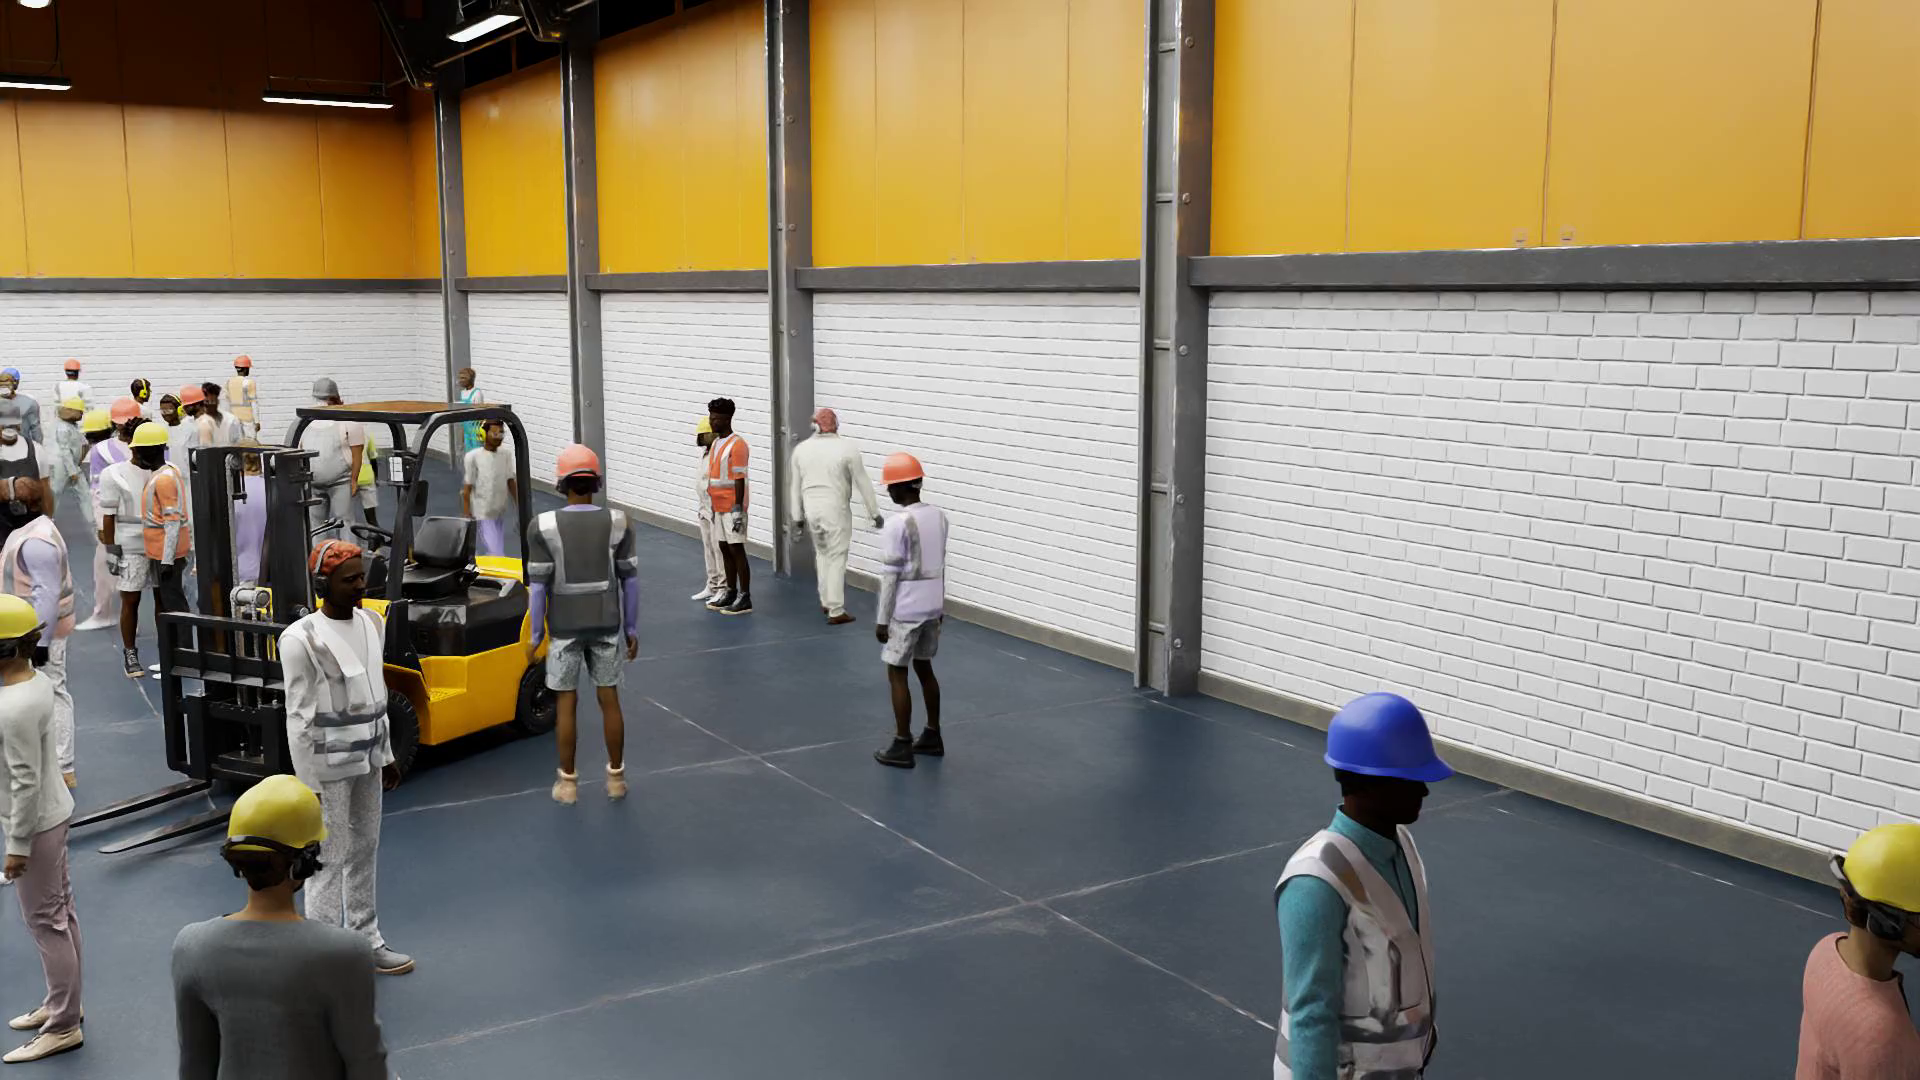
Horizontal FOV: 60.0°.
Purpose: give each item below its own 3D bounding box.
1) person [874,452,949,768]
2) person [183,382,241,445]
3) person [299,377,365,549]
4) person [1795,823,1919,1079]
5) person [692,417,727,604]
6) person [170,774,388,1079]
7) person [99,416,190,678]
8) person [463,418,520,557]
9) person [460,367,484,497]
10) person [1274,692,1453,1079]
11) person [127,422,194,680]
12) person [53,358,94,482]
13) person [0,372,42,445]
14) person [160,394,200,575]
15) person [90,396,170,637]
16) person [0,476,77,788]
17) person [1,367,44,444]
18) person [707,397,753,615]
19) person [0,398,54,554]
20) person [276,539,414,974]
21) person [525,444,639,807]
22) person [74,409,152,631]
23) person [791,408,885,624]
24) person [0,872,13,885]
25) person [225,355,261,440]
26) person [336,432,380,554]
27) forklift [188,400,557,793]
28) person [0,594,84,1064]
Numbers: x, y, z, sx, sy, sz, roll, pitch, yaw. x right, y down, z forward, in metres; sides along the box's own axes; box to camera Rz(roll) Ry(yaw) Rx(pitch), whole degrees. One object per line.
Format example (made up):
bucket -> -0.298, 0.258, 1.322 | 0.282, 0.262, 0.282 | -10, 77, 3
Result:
person -> -0.294, 0.416, 10.181 | 0.411, 1.923, 0.585 | 5, 10, 33
person -> -8.018, -0.731, 17.918 | 0.626, 1.917, 0.985 | -6, 10, -34
person -> -6.434, -0.641, 16.925 | 0.680, 2.000, 0.537 | 1, 9, 8
person -> 1.987, 1.468, 3.678 | 0.341, 1.754, 0.533 | 3, 9, 17
person -> -2.320, -0.274, 15.453 | 0.300, 1.742, 0.493 | -5, 10, -32
person -> -1.587, 1.426, 3.954 | 0.528, 1.760, 0.339 | 2, 9, 12
person -> -6.144, 0.043, 12.565 | 0.361, 1.963, 0.612 | 7, 11, 40
person -> -4.013, -0.171, 14.415 | 0.522, 1.844, 0.508 | 4, 9, 26
person -> -6.902, -1.527, 23.578 | 0.330, 1.843, 0.514 | -8, 12, -44
person -> 0.959, 1.318, 4.024 | 0.391, 1.949, 0.602 | 5, 10, 32
person -> -5.965, 0.081, 12.442 | 0.382, 1.924, 0.594 | -4, 10, -28
person -> -13.289, -1.767, 24.946 | 0.558, 1.915, 0.796 | -1, 8, -5
person -> -11.544, -1.080, 20.282 | 0.635, 1.927, 0.372 | -4, 9, -26
person -> -7.982, -0.561, 17.009 | 0.510, 1.861, 0.324 | 1, 8, 4
person -> -6.904, -0.192, 13.942 | 0.619, 2.029, 0.410 | -6, 10, -34
person -> -5.359, 0.544, 9.630 | 0.430, 1.838, 0.624 | -5, 10, -33
person -> -12.072, -1.238, 21.304 | 0.605, 1.939, 0.416 | -5, 10, -32
person -> -2.091, -0.312, 15.003 | 0.365, 1.960, 0.609 | -5, 10, -30
person -> -7.924, -0.192, 13.898 | 0.537, 2.000, 0.701 | 7, 11, 41
person -> -2.525, 0.932, 6.849 | 0.351, 1.882, 0.582 | 2, 9, 16
person -> -2.126, 0.480, 9.364 | 0.647, 2.041, 0.399 | -4, 9, -25
person -> -7.258, -0.193, 14.390 | 0.840, 1.901, 0.588 | -7, 11, -38
person -> -1.073, -0.213, 14.614 | 0.765, 1.875, 0.624 | 4, 9, 27
person -> -4.824, 0.764, 7.864 | 0.392, 1.919, 0.591 | 0, 8, 3
person -> -10.943, -1.857, 25.464 | 0.553, 1.935, 0.362 | 3, 9, 17
person -> -6.551, -0.606, 17.985 | 0.582, 1.660, 0.555 | -6, 10, -35
forklift -> -3.529, 0.258, 10.348 | 1.214, 2.155, 2.313 | 4, 9, 25
person -> -3.529, 1.074, 6.281 | 0.321, 1.769, 0.523 | -3, 9, -22
